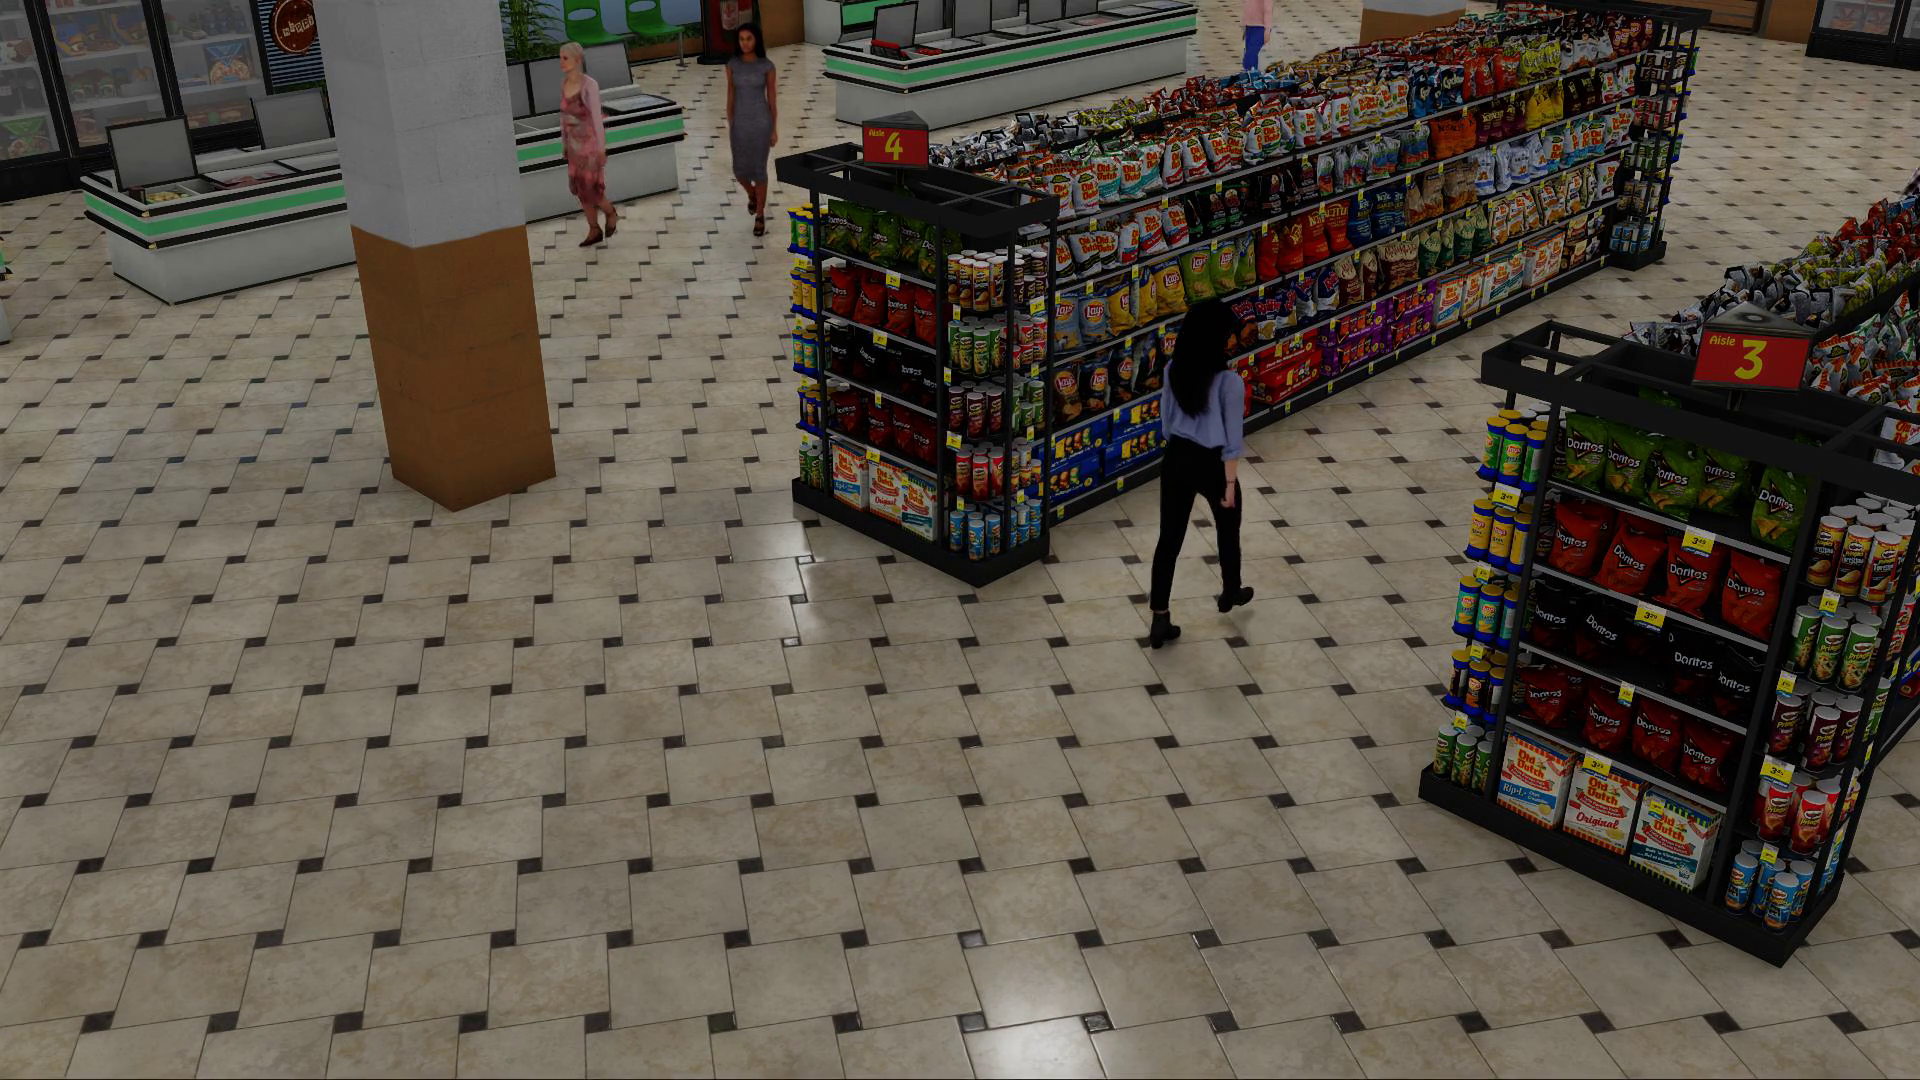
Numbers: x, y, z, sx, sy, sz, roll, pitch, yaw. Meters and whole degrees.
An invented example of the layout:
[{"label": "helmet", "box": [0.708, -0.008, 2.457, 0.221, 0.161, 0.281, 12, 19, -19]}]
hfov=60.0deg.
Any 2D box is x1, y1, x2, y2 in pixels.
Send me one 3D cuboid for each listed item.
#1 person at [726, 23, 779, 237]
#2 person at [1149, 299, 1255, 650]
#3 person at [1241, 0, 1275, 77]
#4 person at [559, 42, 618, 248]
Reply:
[{"label": "person", "box": [-1.754, -3.511, 14.212, 0.795, 1.771, 0.860, 2, 27, 4]}, {"label": "person", "box": [1.064, -0.265, 7.869, 0.706, 1.717, 0.968, 21, 34, 35]}, {"label": "person", "box": [3.361, -5.600, 18.354, 0.805, 1.749, 0.780, -9, 28, -17]}, {"label": "person", "box": [-3.073, -3.305, 13.903, 0.676, 1.682, 0.747, 17, 31, 30]}]
